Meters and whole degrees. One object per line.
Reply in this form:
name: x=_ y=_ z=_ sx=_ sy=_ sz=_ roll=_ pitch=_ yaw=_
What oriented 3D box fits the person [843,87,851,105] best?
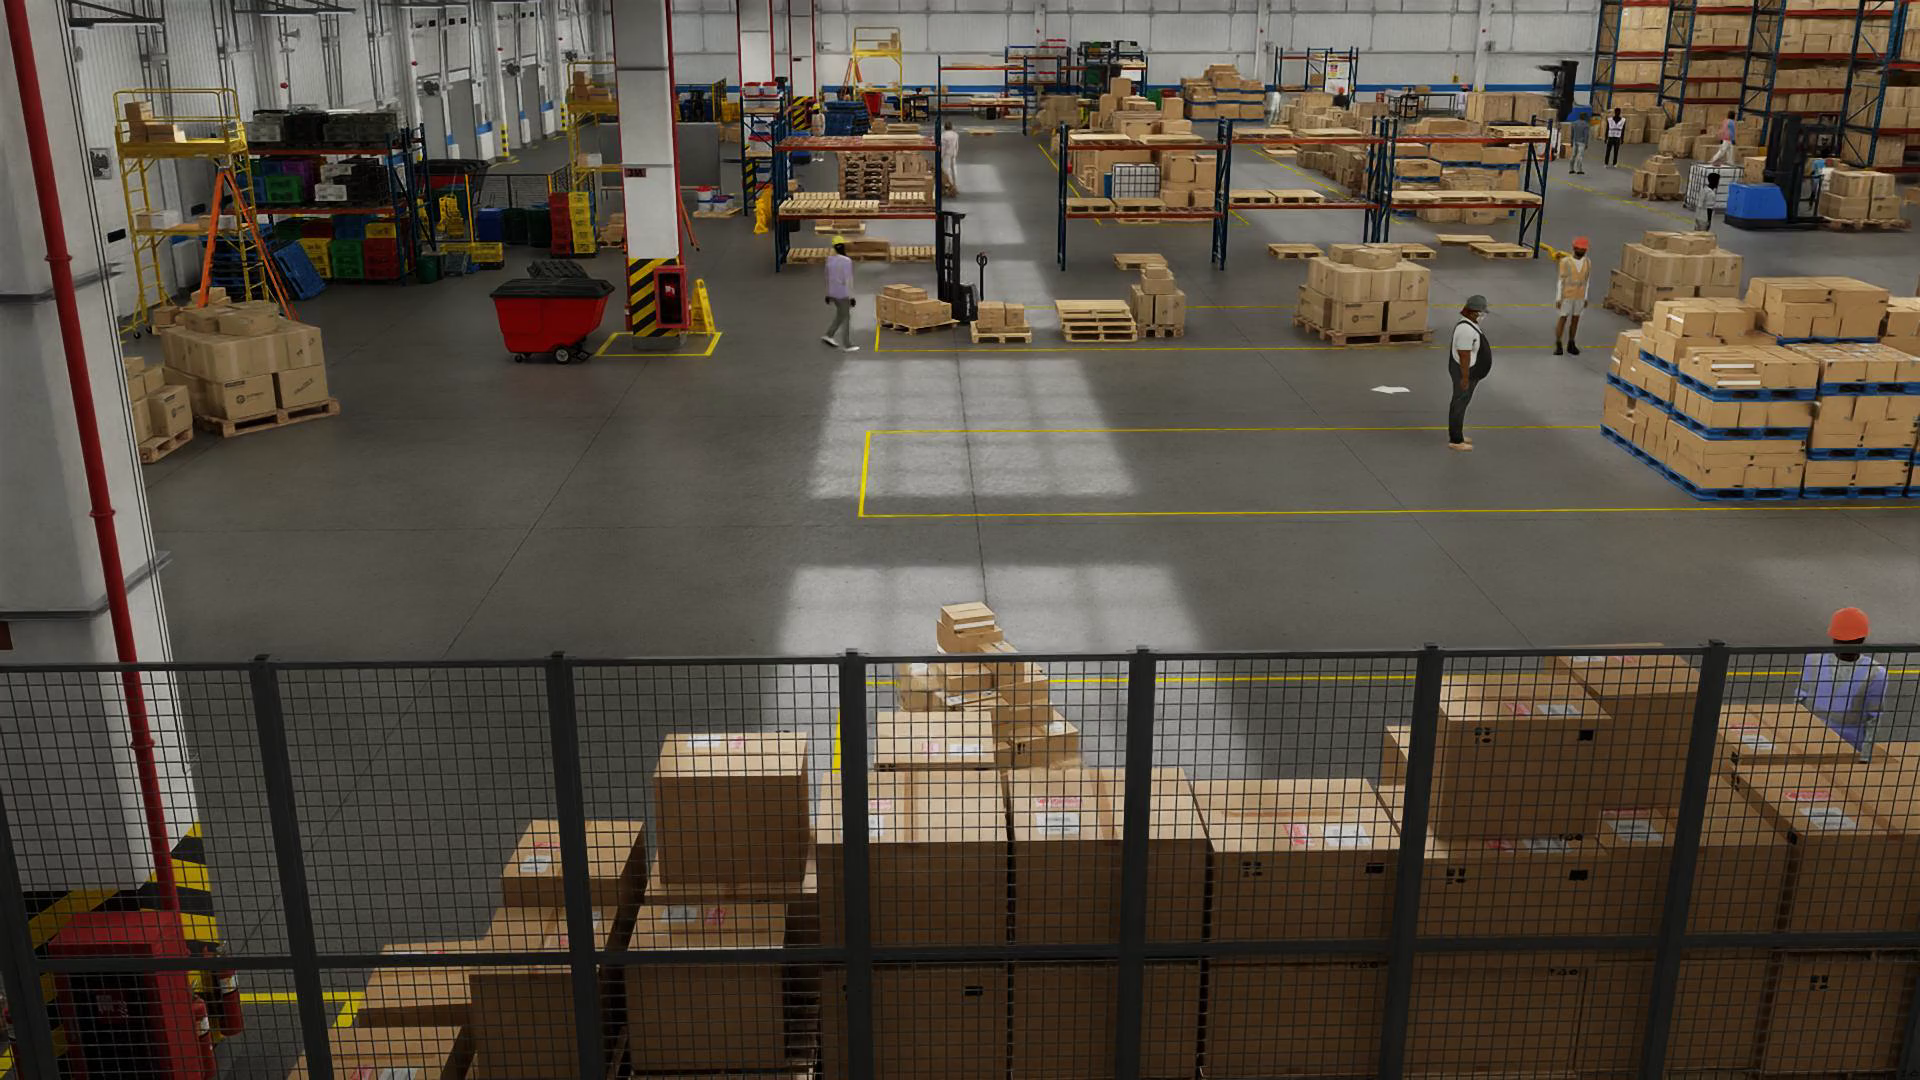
person: x=-4.623 y=-17.679 z=68.147 sx=0.320 sy=1.692 sz=0.538 roll=-6 pitch=19 yaw=-17

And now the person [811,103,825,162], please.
person: x=-4.811 y=-13.774 z=56.197 sx=0.587 sy=1.930 sz=0.363 roll=15 pitch=23 yaw=37

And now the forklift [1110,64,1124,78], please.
forklift: x=5.890 y=-16.579 z=63.054 sx=1.873 sy=2.768 sz=1.129 roll=4 pitch=19 yaw=12

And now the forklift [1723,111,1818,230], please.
forklift: x=20.028 y=-9.057 z=40.740 sx=1.873 sy=2.768 sz=1.129 roll=-1 pitch=19 yaw=-2

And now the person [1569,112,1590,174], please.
person: x=19.546 y=-12.526 z=52.479 sx=0.362 sy=1.939 sz=0.635 roll=-14 pitch=23 yaw=-35

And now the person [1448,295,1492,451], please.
person: x=6.646 y=-2.201 z=21.693 sx=0.536 sy=2.000 sz=0.682 roll=5 pitch=19 yaw=16

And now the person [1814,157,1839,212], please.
person: x=21.888 y=-8.846 z=42.049 sx=0.532 sy=1.622 sz=0.444 roll=6 pitch=20 yaw=17

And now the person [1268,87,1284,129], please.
person: x=12.573 y=-16.935 z=65.642 sx=0.829 sy=1.886 sz=0.645 roll=-4 pitch=19 yaw=-13

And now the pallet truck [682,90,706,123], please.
pallet truck: x=-9.671 y=-15.907 z=62.421 sx=0.823 sy=1.965 sz=1.885 roll=5 pitch=19 yaw=15

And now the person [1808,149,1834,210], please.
person: x=22.748 y=-9.497 z=43.930 sx=0.537 sy=1.645 sz=0.872 roll=9 pitch=20 yaw=24

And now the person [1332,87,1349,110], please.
person: x=14.760 y=-16.649 z=64.734 sx=0.629 sy=1.940 sz=1.049 roll=-8 pitch=20 yaw=-21

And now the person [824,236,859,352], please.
person: x=-1.994 y=-4.063 z=27.478 sx=0.437 sy=1.882 sz=0.634 roll=-14 pitch=23 yaw=-35

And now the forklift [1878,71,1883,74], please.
forklift: x=32.120 y=-15.172 z=58.879 sx=1.129 sy=2.768 sz=1.873 roll=-1 pitch=19 yaw=-1

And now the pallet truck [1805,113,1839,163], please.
pallet truck: x=26.403 y=-11.957 z=50.702 sx=0.823 sy=1.965 sz=1.885 roll=6 pitch=19 yaw=16

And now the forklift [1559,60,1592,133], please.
forklift: x=24.113 y=-17.613 z=66.121 sx=1.873 sy=2.768 sz=1.129 roll=-1 pitch=19 yaw=-2

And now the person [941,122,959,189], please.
person: x=-0.320 y=-11.266 z=48.748 sx=0.629 sy=1.937 sz=0.379 roll=-14 pitch=23 yaw=-36

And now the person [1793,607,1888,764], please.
person: x=5.896 y=1.365 z=11.274 sx=0.547 sy=1.938 sz=0.359 roll=17 pitch=25 yaw=41

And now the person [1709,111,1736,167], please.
person: x=25.125 y=-13.150 z=54.545 sx=0.897 sy=1.808 sz=0.623 roll=3 pitch=19 yaw=9

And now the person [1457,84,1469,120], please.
person: x=20.069 y=-17.202 z=66.359 sx=0.368 sy=1.933 sz=0.553 roll=-10 pitch=21 yaw=-28

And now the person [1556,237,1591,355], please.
person: x=9.996 y=-3.976 z=27.151 sx=0.576 sy=1.921 sz=0.367 roll=-4 pitch=19 yaw=-11

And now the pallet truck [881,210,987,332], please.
pallet truck: x=-0.493 y=-4.759 z=29.349 sx=1.885 sy=1.965 sz=0.823 roll=-13 pitch=23 yaw=-34

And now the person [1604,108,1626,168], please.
person: x=21.355 y=-13.123 z=54.282 sx=0.596 sy=1.918 sz=0.385 roll=5 pitch=19 yaw=15

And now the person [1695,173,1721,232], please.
person: x=16.082 y=-6.934 z=35.877 sx=0.394 sy=1.958 sz=0.599 roll=1 pitch=19 yaw=2

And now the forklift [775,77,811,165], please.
forklift: x=-5.920 y=-13.893 z=55.085 sx=1.873 sy=2.768 sz=1.129 roll=-1 pitch=19 yaw=-1
